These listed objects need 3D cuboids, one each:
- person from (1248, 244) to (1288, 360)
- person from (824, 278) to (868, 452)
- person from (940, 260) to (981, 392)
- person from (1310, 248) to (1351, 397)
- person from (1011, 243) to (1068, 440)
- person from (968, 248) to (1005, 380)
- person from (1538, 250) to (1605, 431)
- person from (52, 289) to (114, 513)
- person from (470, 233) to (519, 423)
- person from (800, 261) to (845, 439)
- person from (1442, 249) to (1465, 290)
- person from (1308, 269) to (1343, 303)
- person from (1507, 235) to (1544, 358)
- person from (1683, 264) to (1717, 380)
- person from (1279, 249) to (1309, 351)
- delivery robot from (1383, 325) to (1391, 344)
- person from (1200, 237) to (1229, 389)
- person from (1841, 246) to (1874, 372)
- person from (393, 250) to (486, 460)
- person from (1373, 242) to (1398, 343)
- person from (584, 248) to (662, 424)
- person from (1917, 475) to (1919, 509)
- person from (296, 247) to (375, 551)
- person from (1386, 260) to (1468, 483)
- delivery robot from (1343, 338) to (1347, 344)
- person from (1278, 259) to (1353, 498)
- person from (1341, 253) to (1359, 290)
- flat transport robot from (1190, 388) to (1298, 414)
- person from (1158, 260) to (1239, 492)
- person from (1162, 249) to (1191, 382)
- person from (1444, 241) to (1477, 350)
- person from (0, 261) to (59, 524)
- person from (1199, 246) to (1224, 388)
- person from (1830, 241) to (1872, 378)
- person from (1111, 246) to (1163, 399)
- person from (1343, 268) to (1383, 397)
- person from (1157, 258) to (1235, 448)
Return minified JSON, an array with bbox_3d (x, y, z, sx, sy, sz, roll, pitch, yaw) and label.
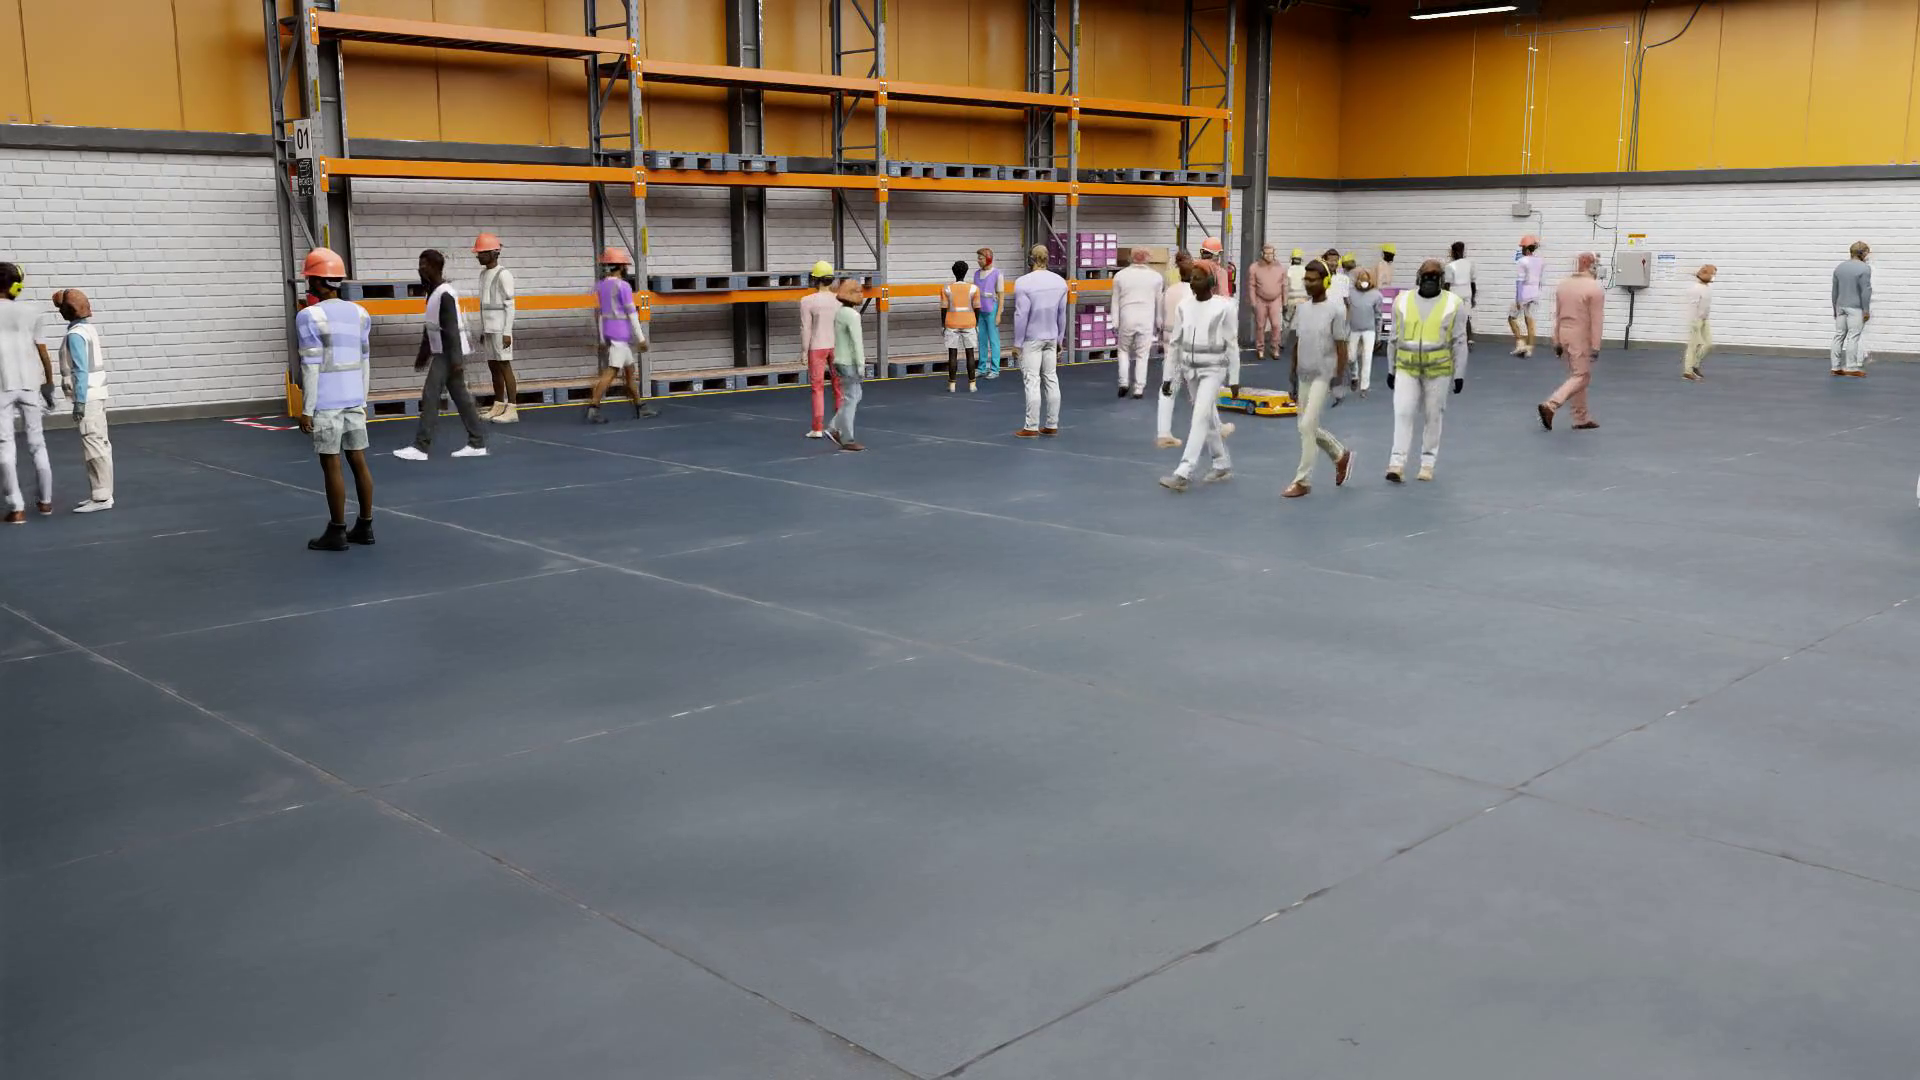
[{"bbox_3d":[4.989,-3.829,26.879,0.660,1.875,0.843,1,10,4],"label":"person"},{"bbox_3d":[-1.021,-1.629,15.549,0.355,1.620,0.529,-5,11,-24],"label":"person"},{"bbox_3d":[0.001,-2.755,21.503,0.536,1.696,0.322,-1,10,-3],"label":"person"},{"bbox_3d":[4.607,-2.684,20.683,0.554,1.852,0.642,-1,10,-4],"label":"person"},{"bbox_3d":[0.780,-1.968,16.553,0.638,1.938,0.356,-7,13,-35],"label":"person"},{"bbox_3d":[0.395,-3.184,23.461,0.377,1.838,0.563,-9,14,-41],"label":"person"},{"bbox_3d":[6.360,-2.051,17.206,0.823,1.875,0.645,-3,11,-18],"label":"person"},{"bbox_3d":[-6.412,-1.017,12.196,0.314,1.637,0.514,-3,11,-18],"label":"person"},{"bbox_3d":[-5.045,-2.279,17.972,0.395,2.038,0.615,-9,14,-41],"label":"person"},{"bbox_3d":[-1.349,-1.892,16.604,0.526,1.772,0.304,-5,11,-25],"label":"person"},{"bbox_3d":[8.935,-4.409,30.160,0.392,1.826,0.542,1,10,6],"label":"person"},{"bbox_3d":[5.079,-3.034,23.106,0.605,1.653,0.753,6,12,31],"label":"person"},{"bbox_3d":[9.360,-4.030,27.557,0.622,2.021,0.528,-5,12,-26],"label":"person"},{"bbox_3d":[10.381,-3.050,23.326,0.523,1.618,0.383,-9,13,-39],"label":"person"},{"bbox_3d":[5.770,-4.104,28.641,0.617,1.772,0.960,0,10,-2],"label":"person"},{"bbox_3d":[7.502,-3.665,29.329,0.707,0.478,0.477,-1,10,-4],"label":"delivery robot"},{"bbox_3d":[3.077,-2.724,20.523,0.379,1.996,0.610,-10,14,-43],"label":"person"},{"bbox_3d":[13.331,-3.427,24.689,0.405,1.870,0.590,7,13,34],"label":"person"},{"bbox_3d":[-4.761,-1.663,15.036,0.934,1.881,0.592,-5,11,-23],"label":"person"},{"bbox_3d":[7.904,-4.664,31.386,0.858,1.888,0.597,7,13,35],"label":"person"},{"bbox_3d":[-3.716,-2.215,18.037,0.986,1.896,0.543,-8,13,-36],"label":"person"},{"bbox_3d":[7.295,-1.010,12.150,0.514,1.639,0.311,1,10,4],"label":"person"},{"bbox_3d":[-4.033,-0.898,10.712,0.347,1.943,0.545,5,12,25],"label":"person"},{"bbox_3d":[3.780,-1.360,13.561,0.657,1.814,0.771,5,11,23],"label":"person"},{"bbox_3d":[6.775,-3.679,29.402,0.707,0.478,0.477,0,10,0],"label":"delivery robot"},{"bbox_3d":[2.809,-1.260,12.966,0.789,1.842,0.529,-7,12,-33],"label":"person"},{"bbox_3d":[7.294,-4.470,30.895,0.929,1.696,0.521,-5,11,-25],"label":"person"},{"bbox_3d":[3.371,-1.617,19.189,0.652,0.197,1.431,-7,12,-32],"label":"flat transport robot"},{"bbox_3d":[1.924,-1.323,13.344,1.007,1.827,0.604,-10,14,-42],"label":"person"},{"bbox_3d":[3.035,-3.051,22.747,0.646,1.827,0.452,6,12,28],"label":"person"},{"bbox_3d":[8.853,-4.314,29.384,0.635,1.922,0.959,-1,10,-7],"label":"person"},{"bbox_3d":[-6.732,-1.049,11.817,0.558,1.842,0.531,-8,13,-38],"label":"person"},{"bbox_3d":[3.221,-2.922,21.787,0.382,1.928,0.587,-8,13,-37],"label":"person"},{"bbox_3d":[12.710,-3.280,23.720,0.374,1.936,0.627,-3,11,-17],"label":"person"},{"bbox_3d":[2.199,-2.695,20.669,0.653,1.887,0.515,1,10,4],"label":"person"},{"bbox_3d":[5.083,-2.629,21.033,0.507,1.609,0.637,3,11,15],"label":"person"},{"bbox_3d":[2.248,-1.793,15.978,0.927,1.794,0.654,-8,13,-38],"label":"person"}]
